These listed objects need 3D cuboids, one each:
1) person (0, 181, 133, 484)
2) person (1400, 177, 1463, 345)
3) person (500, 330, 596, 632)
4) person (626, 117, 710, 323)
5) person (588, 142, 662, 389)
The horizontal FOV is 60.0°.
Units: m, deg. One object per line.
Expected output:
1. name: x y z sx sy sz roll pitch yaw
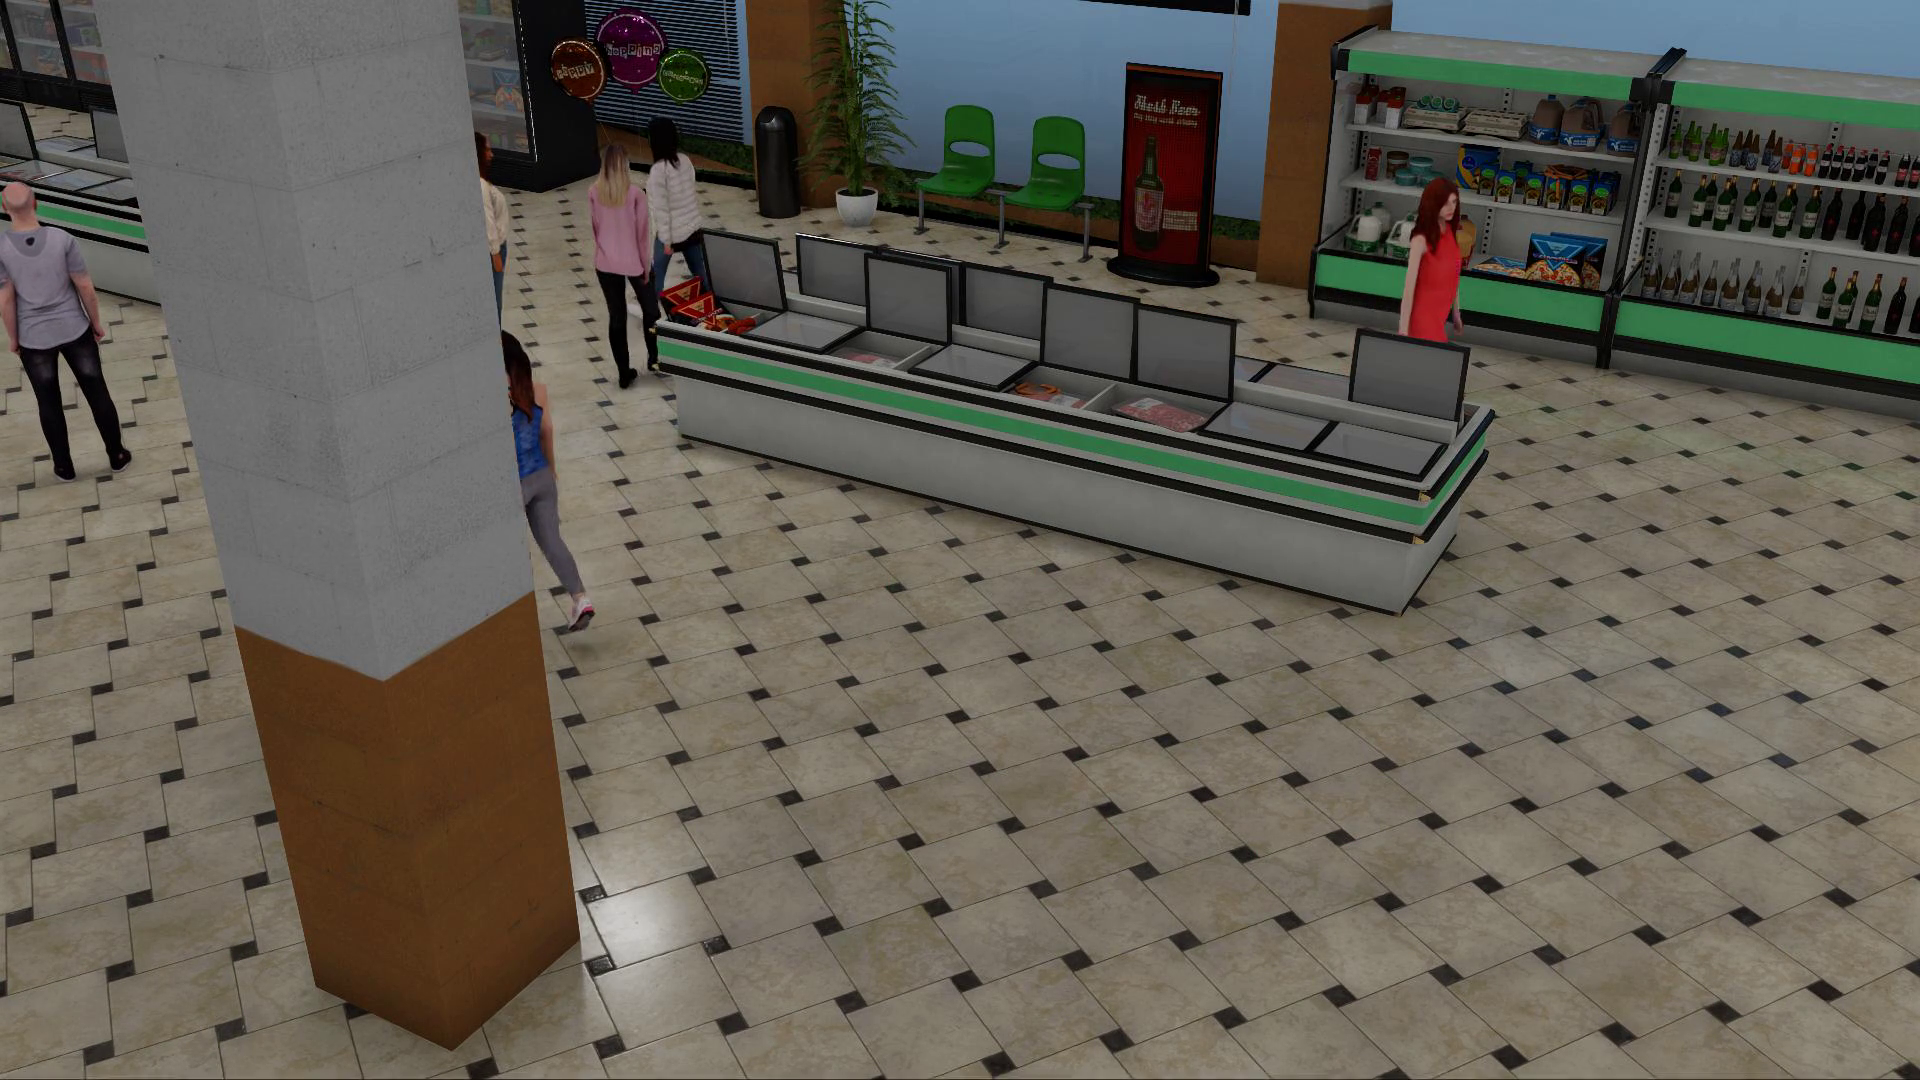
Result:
1. person: -5.446 -1.248 9.991 0.767 1.837 0.768 -14 30 -26
2. person: 2.772 -1.344 10.238 1.181 1.785 0.705 18 32 31
3. person: -2.144 -0.252 8.306 1.070 1.584 0.705 22 34 36
4. person: -2.021 -2.276 12.285 1.024 1.596 0.632 16 31 28
5. person: -2.332 -1.844 11.352 0.836 1.669 0.825 4 27 7
